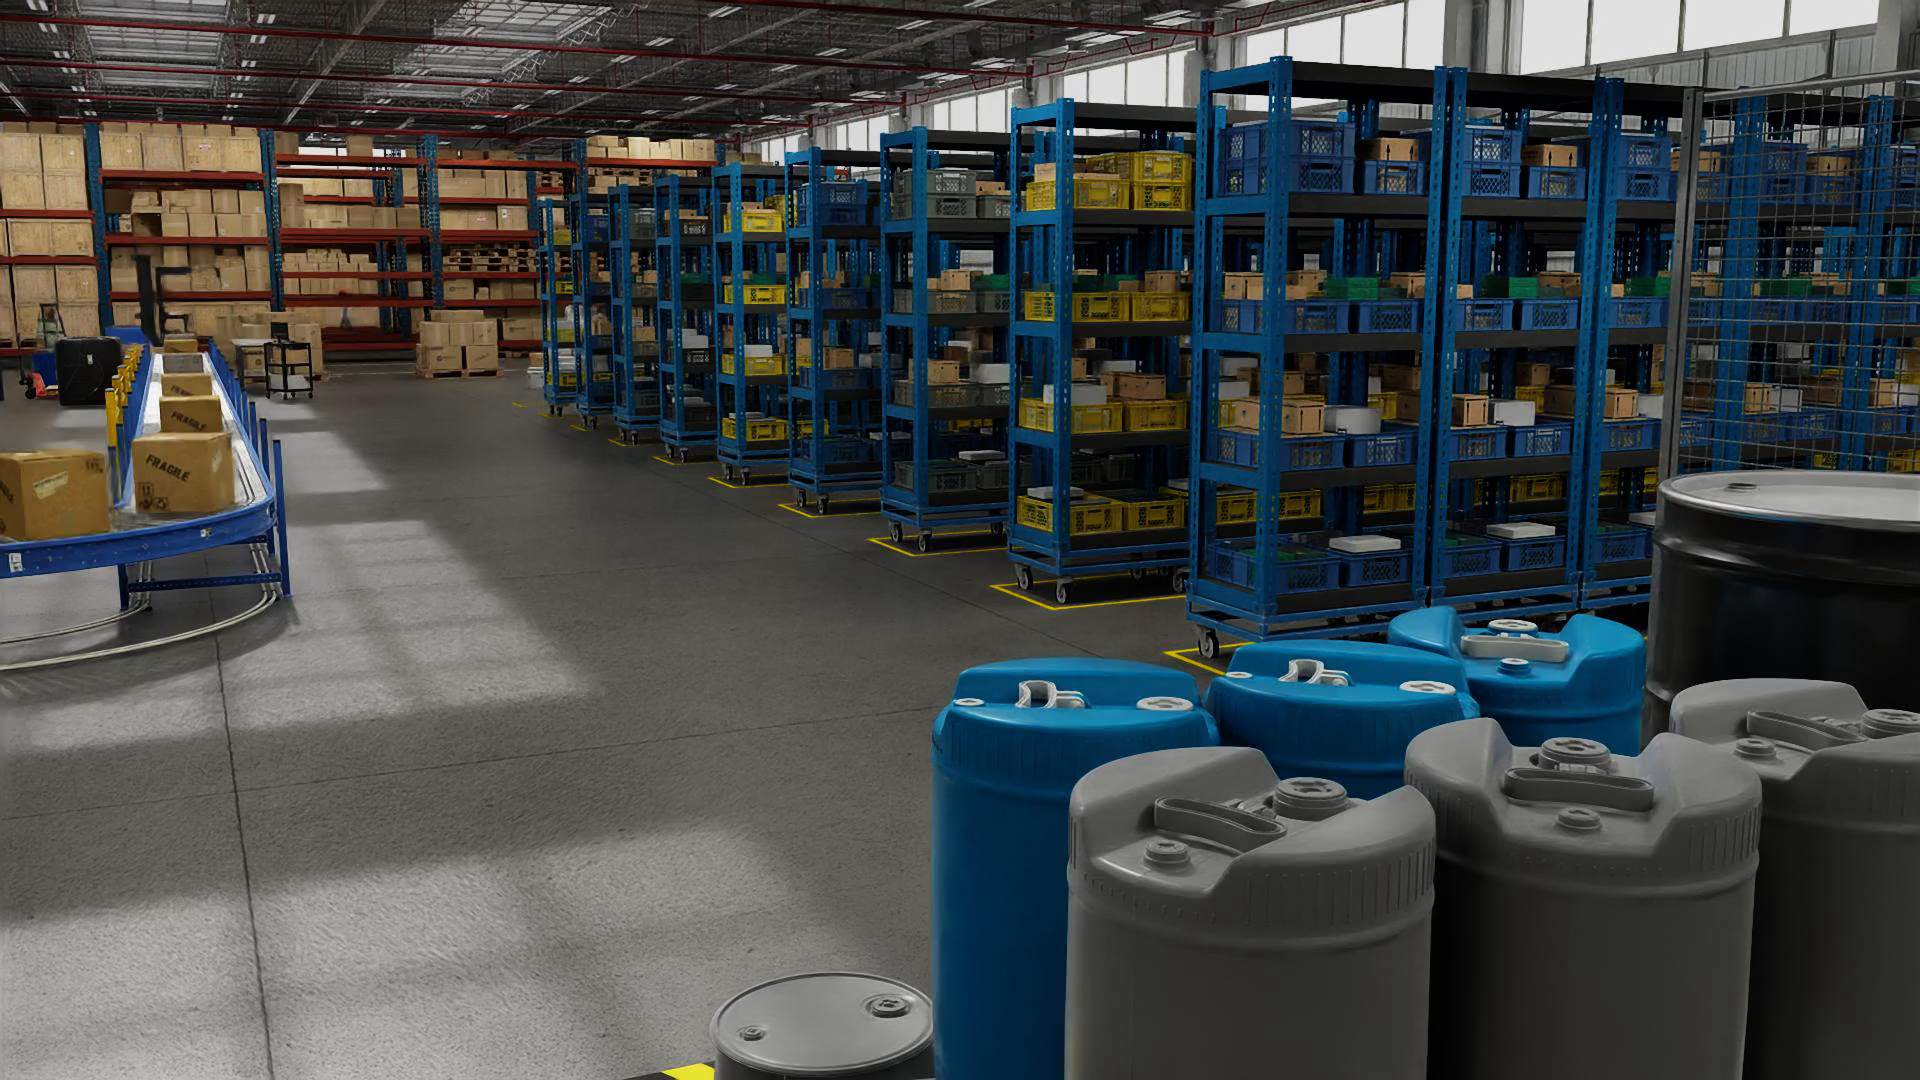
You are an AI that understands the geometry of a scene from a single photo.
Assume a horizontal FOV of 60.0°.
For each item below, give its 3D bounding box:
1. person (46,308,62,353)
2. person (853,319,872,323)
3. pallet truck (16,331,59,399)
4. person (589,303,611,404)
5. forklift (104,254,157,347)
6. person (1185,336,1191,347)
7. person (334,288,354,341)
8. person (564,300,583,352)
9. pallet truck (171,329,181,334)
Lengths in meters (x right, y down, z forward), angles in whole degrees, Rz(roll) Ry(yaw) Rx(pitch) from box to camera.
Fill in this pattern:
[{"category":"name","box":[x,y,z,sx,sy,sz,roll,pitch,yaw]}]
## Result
[{"category":"person","box":[-20.120,-4.374,37.137,0.619,1.606,0.521,1,9,5]},{"category":"person","box":[-2.567,-5.381,43.100,0.508,1.693,0.873,-4,10,-26]},{"category":"pallet truck","box":[-17.082,-3.353,31.781,1.630,1.274,0.653,-4,10,-25]},{"category":"person","box":[-6.508,-3.400,30.255,0.432,1.885,0.664,-9,12,-43]},{"category":"forklift","box":[-19.596,-5.472,40.034,1.873,2.768,1.129,-4,10,-25]},{"category":"person","box":[3.128,-2.317,23.699,0.579,1.833,0.607,-5,10,-27]},{"category":"person","box":[-19.959,-7.195,53.795,0.975,1.882,0.565,-4,10,-24]},{"category":"person","box":[-9.345,-5.061,40.368,0.618,1.945,0.394,4,10,25]},{"category":"pallet truck","box":[-17.275,-3.851,35.096,1.601,1.201,0.680,0,9,1]}]
